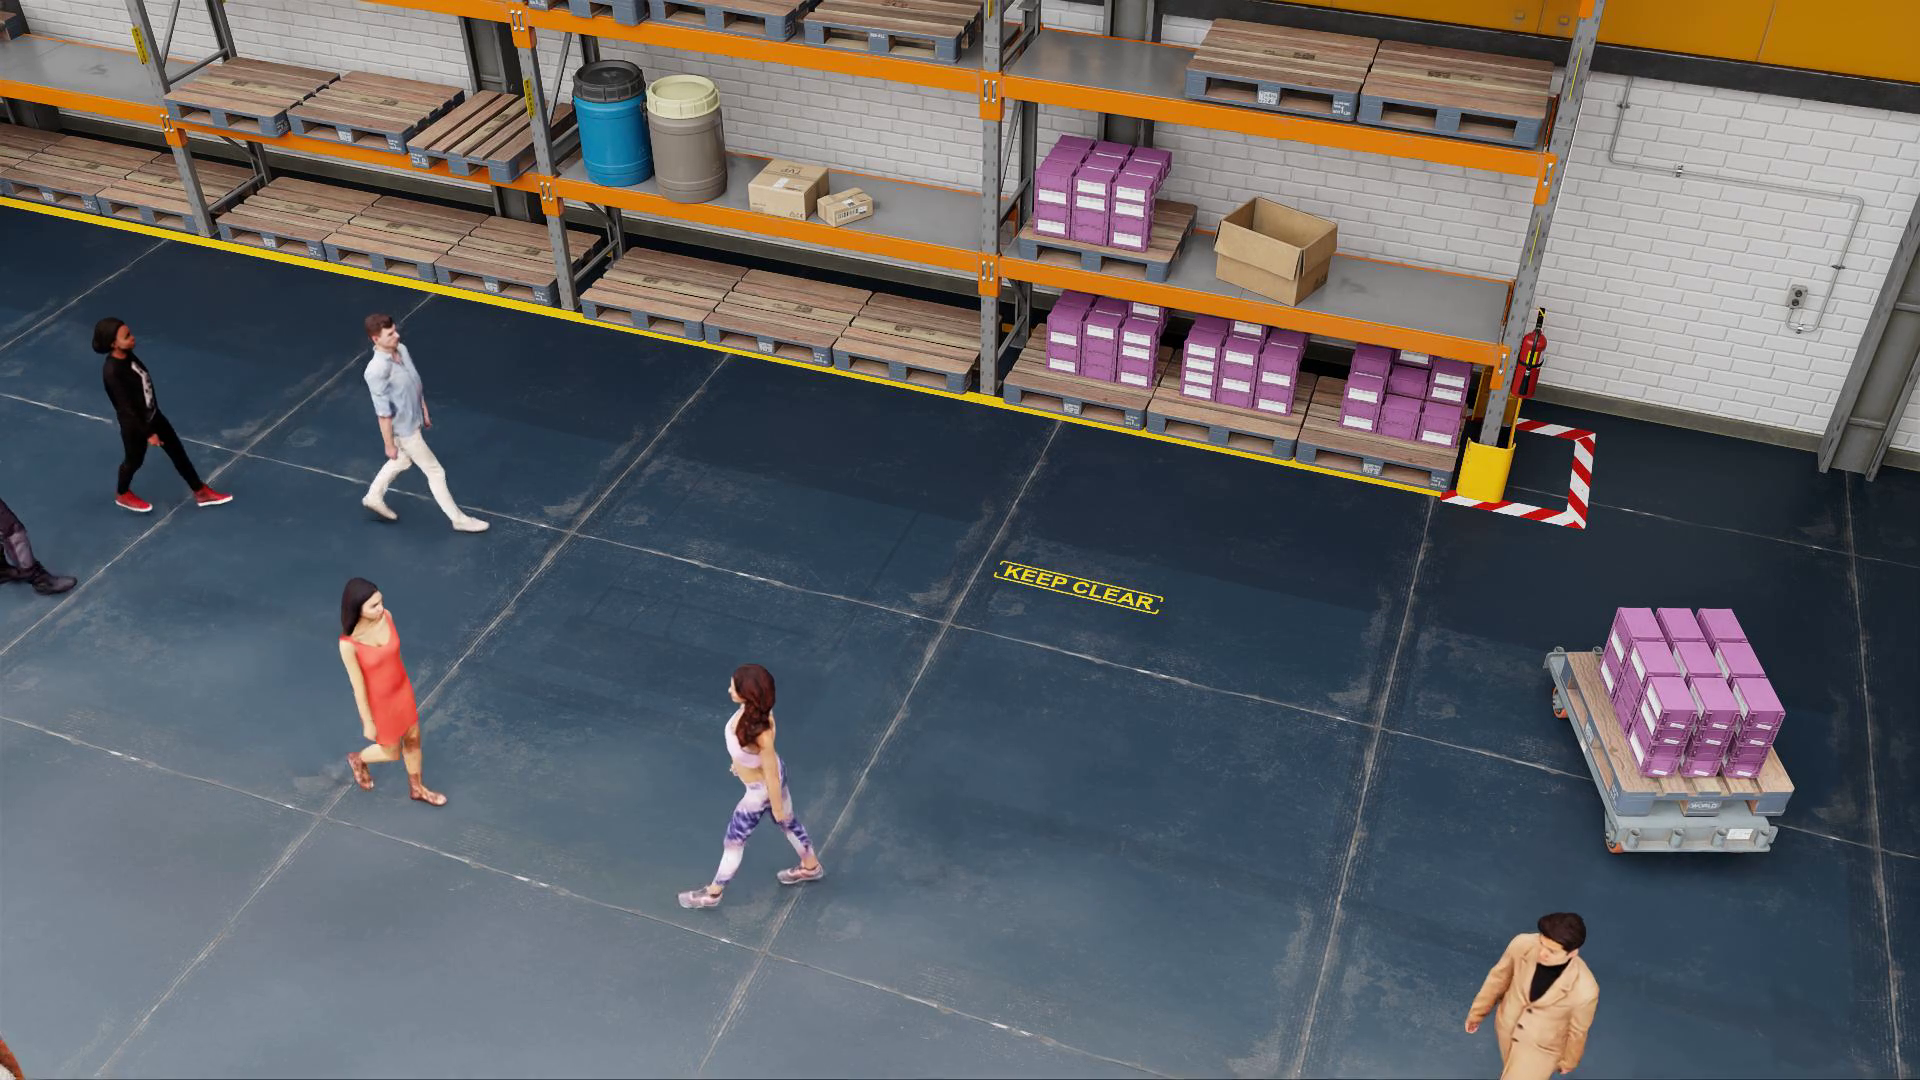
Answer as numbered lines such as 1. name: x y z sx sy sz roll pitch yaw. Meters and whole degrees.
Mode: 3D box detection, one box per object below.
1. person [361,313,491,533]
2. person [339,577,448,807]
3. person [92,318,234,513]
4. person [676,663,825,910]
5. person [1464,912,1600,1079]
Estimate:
1. person: -4.073 -0.822 11.957 1.288 1.815 0.876 3 39 4
2. person: -3.478 0.920 9.867 0.839 1.702 0.622 16 41 19
3. person: -6.065 -0.848 12.134 1.153 1.635 0.834 0 39 0
4. person: -1.017 1.367 9.285 1.168 1.729 0.980 -8 39 -10
5. person: 2.843 2.344 8.093 1.134 1.690 1.125 -20 43 -23
